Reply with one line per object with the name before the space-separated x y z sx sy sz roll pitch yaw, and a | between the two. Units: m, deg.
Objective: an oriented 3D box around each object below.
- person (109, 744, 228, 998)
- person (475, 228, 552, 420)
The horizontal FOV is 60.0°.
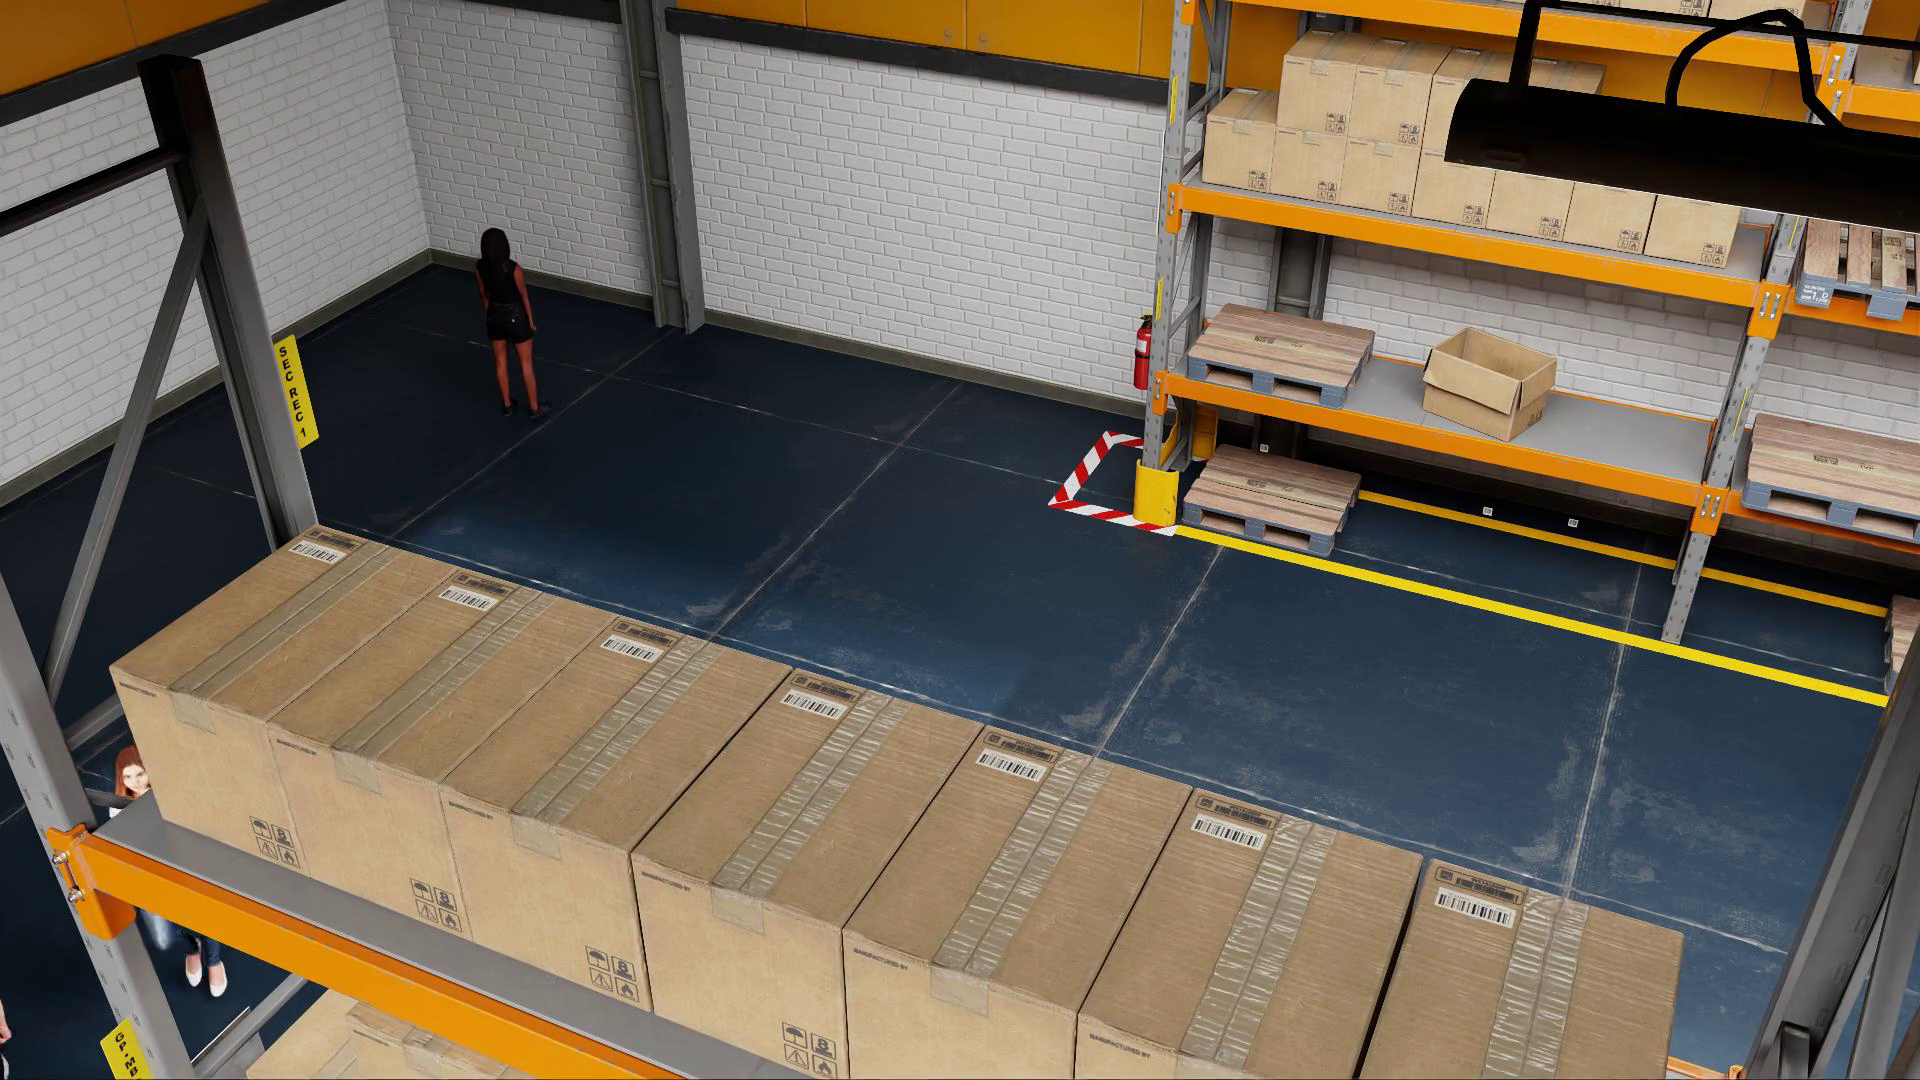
person | -4.236 1.735 8.938 0.735 1.718 0.794 -12 35 -17
person | -3.895 -1.868 14.338 0.520 1.741 0.701 7 34 10
